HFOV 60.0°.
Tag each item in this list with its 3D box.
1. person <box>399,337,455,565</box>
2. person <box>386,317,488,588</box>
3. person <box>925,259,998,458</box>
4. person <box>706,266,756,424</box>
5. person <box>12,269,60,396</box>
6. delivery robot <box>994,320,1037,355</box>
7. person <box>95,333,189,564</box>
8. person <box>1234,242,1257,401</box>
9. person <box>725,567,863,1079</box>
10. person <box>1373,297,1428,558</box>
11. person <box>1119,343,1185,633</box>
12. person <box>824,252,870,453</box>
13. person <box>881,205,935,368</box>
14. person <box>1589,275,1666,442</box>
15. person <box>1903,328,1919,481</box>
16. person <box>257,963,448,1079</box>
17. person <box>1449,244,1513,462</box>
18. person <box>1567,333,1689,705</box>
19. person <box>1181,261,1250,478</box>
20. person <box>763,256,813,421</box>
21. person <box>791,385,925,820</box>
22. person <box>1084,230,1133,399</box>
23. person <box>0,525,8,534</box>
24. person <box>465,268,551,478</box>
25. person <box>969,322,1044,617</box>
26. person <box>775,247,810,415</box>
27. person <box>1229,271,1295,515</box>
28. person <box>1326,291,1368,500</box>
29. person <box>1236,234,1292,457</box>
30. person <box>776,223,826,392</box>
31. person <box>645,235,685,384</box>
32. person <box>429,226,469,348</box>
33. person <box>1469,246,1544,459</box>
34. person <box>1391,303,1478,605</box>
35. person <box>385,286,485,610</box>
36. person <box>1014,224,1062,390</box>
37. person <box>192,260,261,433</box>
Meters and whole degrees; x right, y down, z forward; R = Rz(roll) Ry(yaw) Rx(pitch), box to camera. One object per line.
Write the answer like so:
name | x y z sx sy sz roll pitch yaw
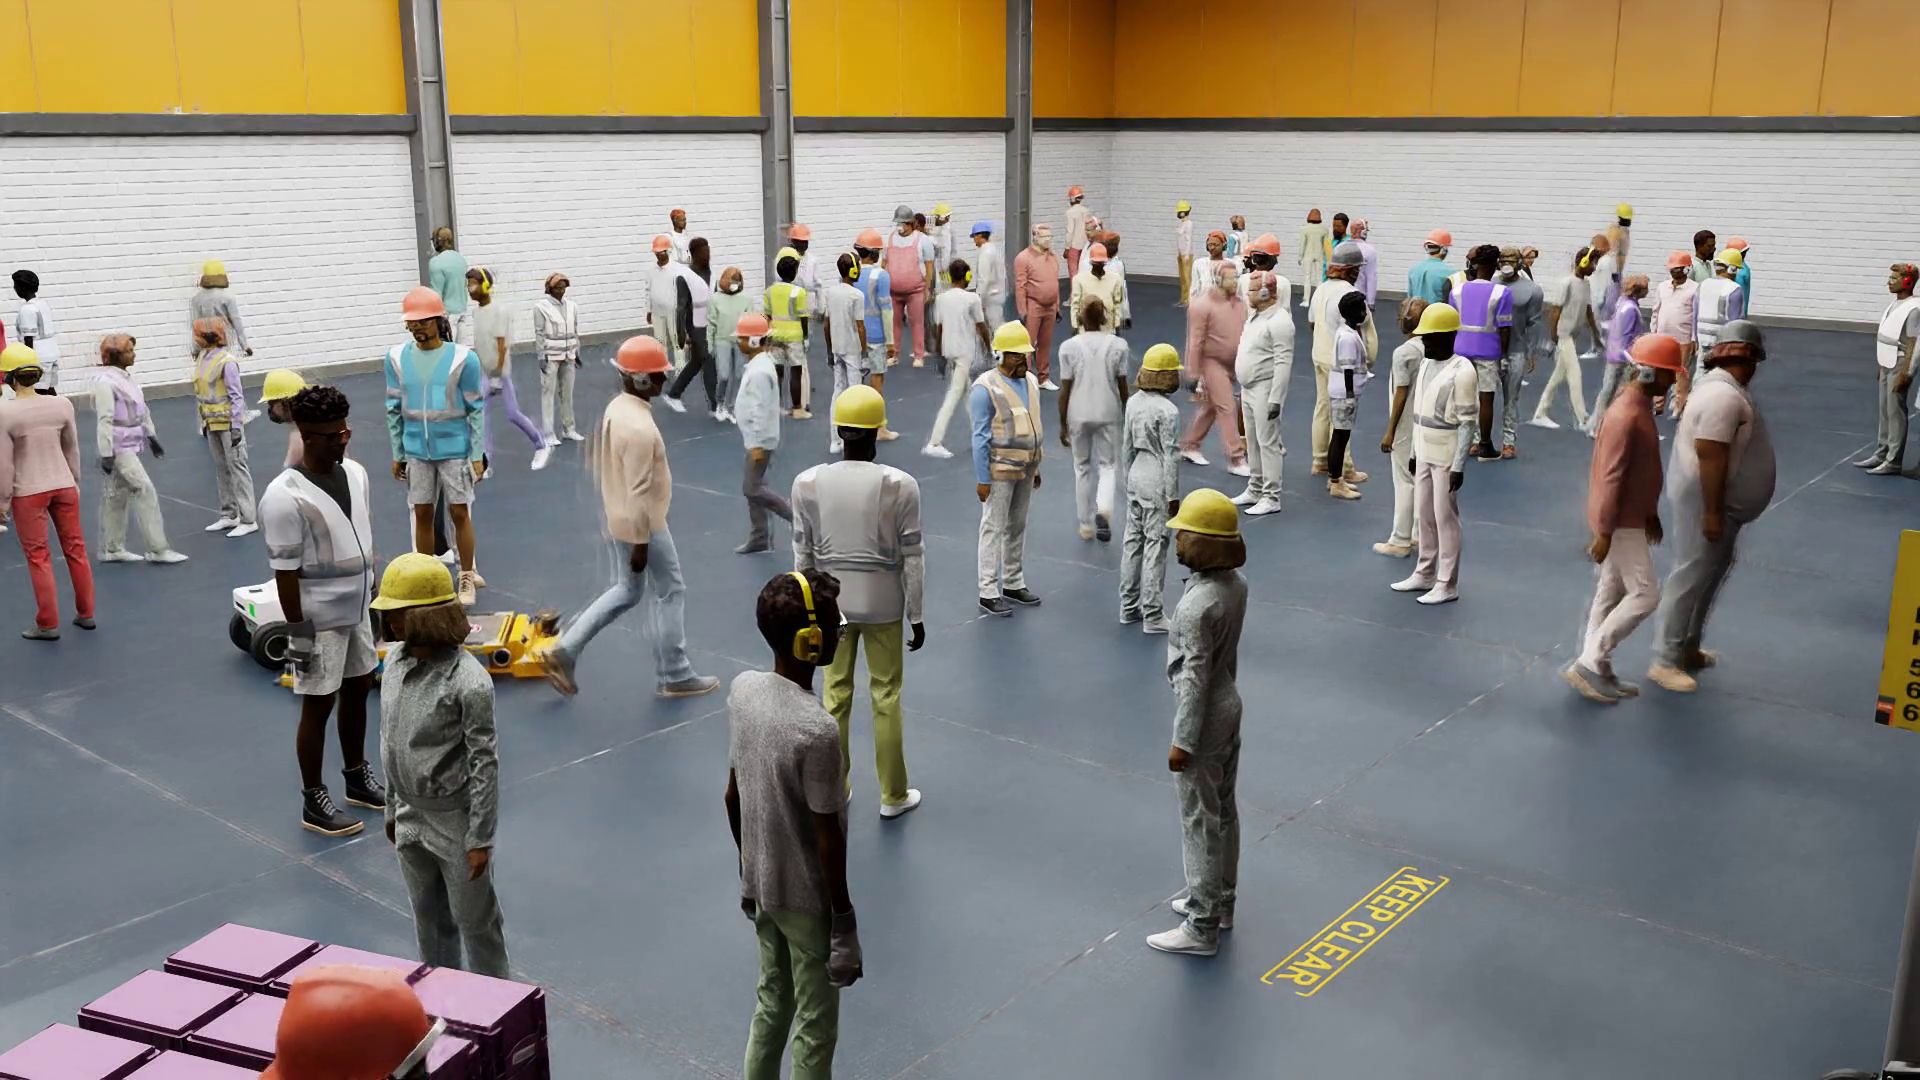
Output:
person | -3.688 -0.749 11.528 0.512 1.866 0.330 13 19 42
person | -3.376 -0.570 10.855 0.624 1.845 0.430 -10 17 -36
person | -0.004 -1.687 15.405 1.015 1.810 0.528 -13 19 -43
person | -2.318 -1.979 16.943 0.500 1.617 0.380 -6 15 -22
person | -8.693 -1.705 15.709 0.320 1.687 0.539 -3 14 -11
delivery robot | 0.724 -2.554 21.201 0.477 0.478 0.707 9 17 31
person | -5.675 -0.619 11.497 0.707 1.614 0.525 -3 14 -11
person | 3.216 -2.405 18.364 0.327 1.752 0.563 0 14 1
person | -0.439 0.983 4.594 0.312 1.869 0.538 -11 18 -37
person | 3.178 -0.789 11.735 0.505 1.840 0.344 -11 18 -37
person | 1.177 -0.315 10.035 0.322 1.742 0.493 -8 16 -28
person | -1.035 -1.716 15.382 0.534 1.868 0.309 12 19 41
person | -0.687 -3.181 20.884 0.684 2.000 0.536 4 15 16
person | 6.480 -1.730 15.942 0.760 1.607 0.531 3 14 12
person | 8.388 -1.444 14.175 0.554 1.932 0.385 -1 14 -4
person | -0.934 1.513 2.789 0.699 1.718 0.560 0 14 2
person | 4.710 -1.700 15.117 0.608 1.966 0.372 12 18 40
person | 3.518 -0.102 8.732 0.436 1.967 0.620 7 16 25
person | 2.302 -1.516 14.619 0.664 1.860 0.984 -13 19 -41
person | -1.773 -2.079 17.180 0.542 1.695 0.316 8 16 30
person | -0.431 0.283 7.270 0.585 1.929 0.371 3 14 12
person | 1.647 -2.476 18.423 0.473 1.874 0.618 13 19 43
person | -7.260 -0.823 12.162 0.316 1.696 0.540 -4 15 -16
person | -3.988 -1.455 14.436 0.529 1.829 0.941 9 17 33
person | 0.315 -0.449 10.390 0.404 1.830 0.602 11 18 38
person | -1.763 -2.196 17.521 0.341 1.760 0.525 1 14 4
person | 2.351 -1.154 13.061 0.404 1.904 0.651 -3 14 -12
person | 3.172 -1.189 13.622 0.316 1.696 0.540 2 14 8
person | 2.762 -1.768 15.232 0.605 2.045 0.377 10 17 36
person | -1.743 -2.624 18.909 0.570 1.913 0.780 -11 18 -37
person | -3.485 -2.720 19.645 0.566 1.744 0.351 6 15 23
person | -5.601 -2.466 18.267 0.369 1.934 0.630 4 15 15
person | 4.970 -1.715 15.235 0.628 1.940 0.373 6 15 22
person | 3.027 -0.547 10.597 0.385 1.922 0.594 -4 14 -14
person | -3.275 -0.560 10.405 0.609 2.044 0.394 1 14 3
person | 0.919 -2.638 18.985 0.639 1.910 0.407 -12 18 -39
person | -7.365 -1.934 16.600 0.488 1.693 0.917 5 15 20
